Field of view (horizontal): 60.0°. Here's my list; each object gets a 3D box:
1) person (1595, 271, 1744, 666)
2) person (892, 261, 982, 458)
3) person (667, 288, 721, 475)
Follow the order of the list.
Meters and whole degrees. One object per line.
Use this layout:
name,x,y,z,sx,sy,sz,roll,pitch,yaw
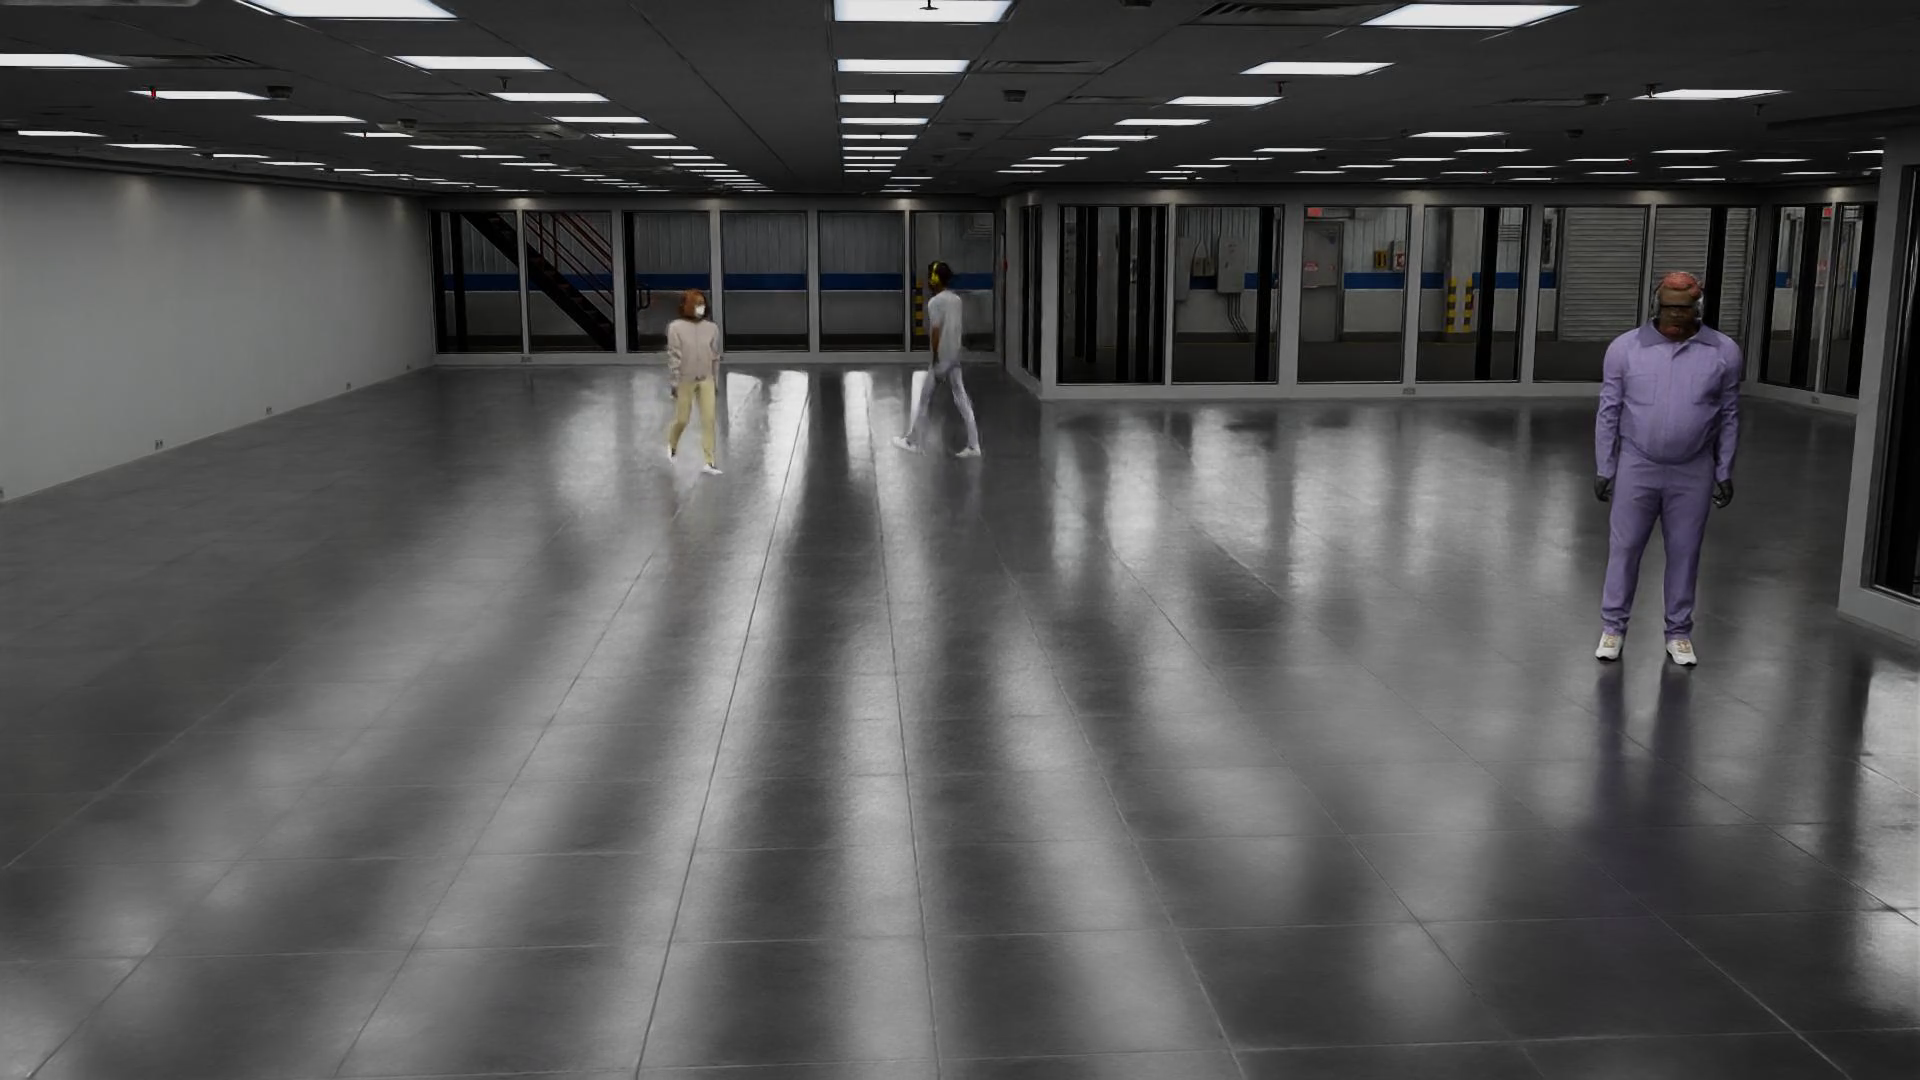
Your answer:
person,3.400,-0.336,8.020,0.645,1.899,0.400,3,11,17
person,-0.174,-1.675,15.490,1.003,1.811,0.529,9,14,40
person,-2.329,-1.387,14.457,0.505,1.610,0.671,-6,12,-30
